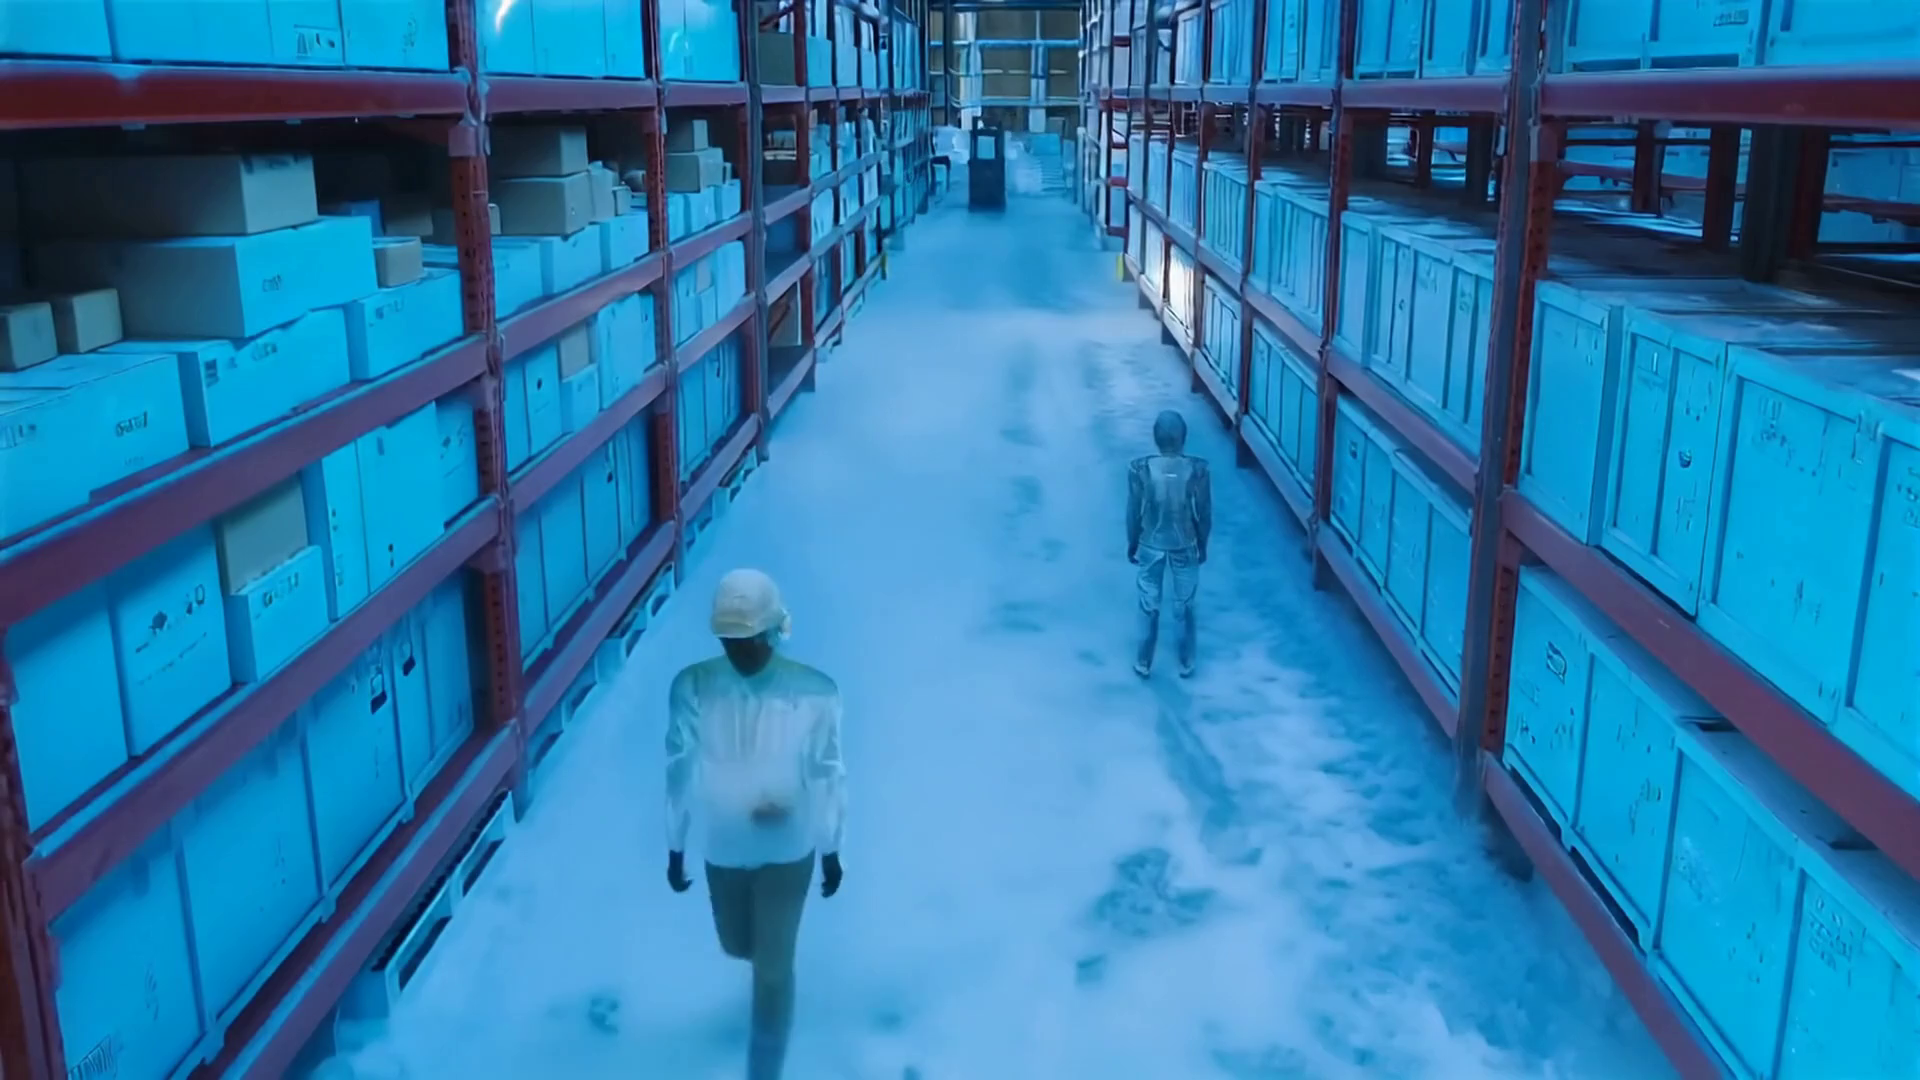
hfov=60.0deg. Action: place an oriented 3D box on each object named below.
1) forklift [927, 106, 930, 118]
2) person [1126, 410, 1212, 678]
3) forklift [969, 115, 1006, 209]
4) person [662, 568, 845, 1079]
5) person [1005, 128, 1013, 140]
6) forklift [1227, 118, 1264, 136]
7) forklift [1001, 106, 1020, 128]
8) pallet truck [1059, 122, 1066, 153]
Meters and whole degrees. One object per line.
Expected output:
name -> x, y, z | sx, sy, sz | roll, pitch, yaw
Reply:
forklift -> -1.918, -21.452, 87.608 | 1.129, 2.768, 1.873 | 0, 15, 2
person -> 1.251, 0.036, 10.003 | 0.514, 1.644, 0.307 | 0, 15, 1
forklift -> 0.840, -11.632, 51.070 | 1.129, 2.768, 1.873 | 0, 15, 2
person -> -0.703, 1.007, 5.797 | 0.629, 1.962, 0.941 | 3, 15, 10
person -> 2.110, -17.898, 76.215 | 0.832, 1.910, 0.661 | 3, 15, 10
forklift -> 7.607, -9.913, 44.676 | 1.129, 2.768, 1.873 | 5, 16, 18
forklift -> 2.514, -20.177, 82.864 | 1.129, 2.768, 1.873 | -7, 17, -26
pallet truck -> 5.788, -21.111, 88.014 | 1.885, 1.965, 0.823 | 5, 16, 18
